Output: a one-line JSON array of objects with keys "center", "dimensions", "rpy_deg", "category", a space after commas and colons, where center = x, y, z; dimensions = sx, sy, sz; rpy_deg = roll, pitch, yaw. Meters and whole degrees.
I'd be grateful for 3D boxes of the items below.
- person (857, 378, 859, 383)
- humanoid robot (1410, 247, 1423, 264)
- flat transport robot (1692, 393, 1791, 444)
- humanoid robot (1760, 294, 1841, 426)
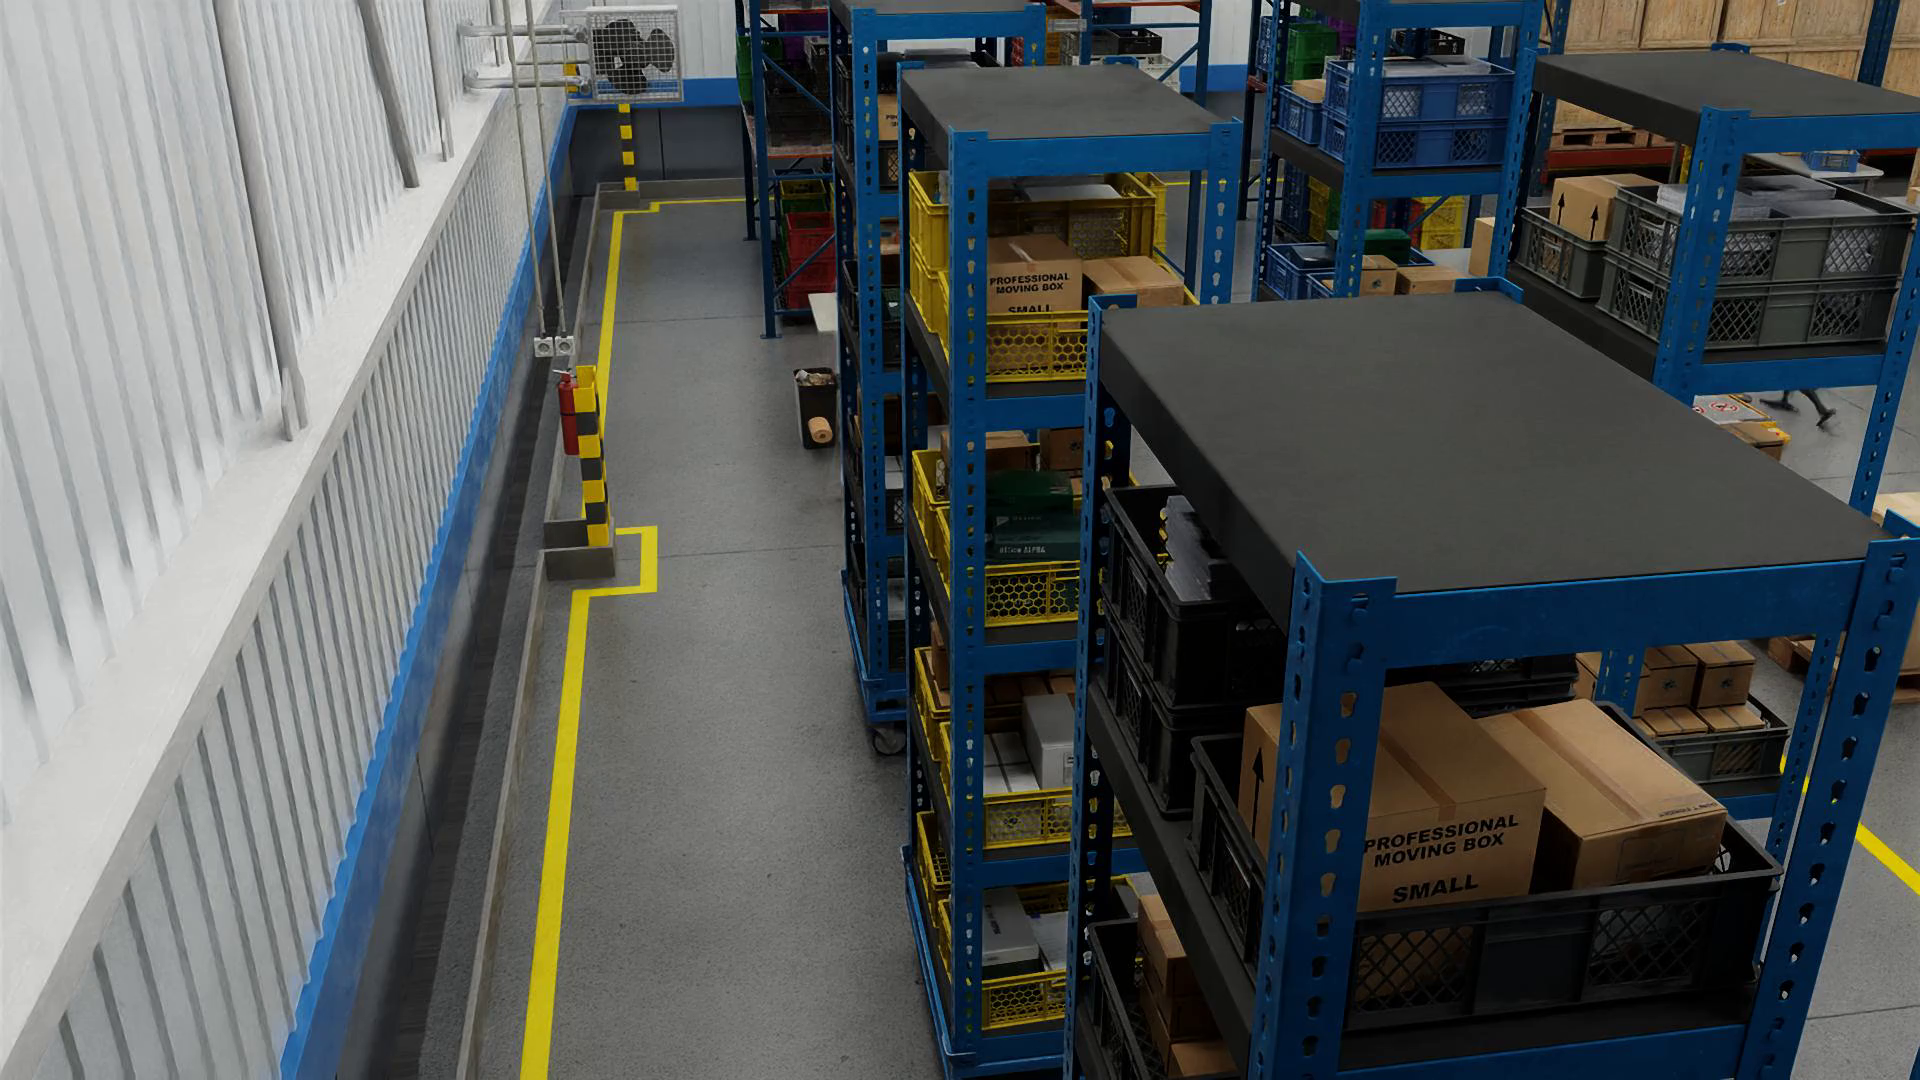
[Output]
[{"center": [-0.384, -1.120, 10.838], "dimensions": [0.601, 1.847, 0.631], "rpy_deg": [19, 31, 35], "category": "person"}, {"center": [2.926, -1.123, 11.051], "dimensions": [0.575, 1.652, 0.318], "rpy_deg": [5, 25, 11], "category": "humanoid robot"}, {"center": [5.224, -0.859, 12.132], "dimensions": [1.431, 0.197, 0.652], "rpy_deg": [-4, 25, -8], "category": "flat transport robot"}, {"center": [6.338, -1.672, 12.260], "dimensions": [0.585, 1.627, 0.624], "rpy_deg": [-15, 29, -30], "category": "humanoid robot"}]
